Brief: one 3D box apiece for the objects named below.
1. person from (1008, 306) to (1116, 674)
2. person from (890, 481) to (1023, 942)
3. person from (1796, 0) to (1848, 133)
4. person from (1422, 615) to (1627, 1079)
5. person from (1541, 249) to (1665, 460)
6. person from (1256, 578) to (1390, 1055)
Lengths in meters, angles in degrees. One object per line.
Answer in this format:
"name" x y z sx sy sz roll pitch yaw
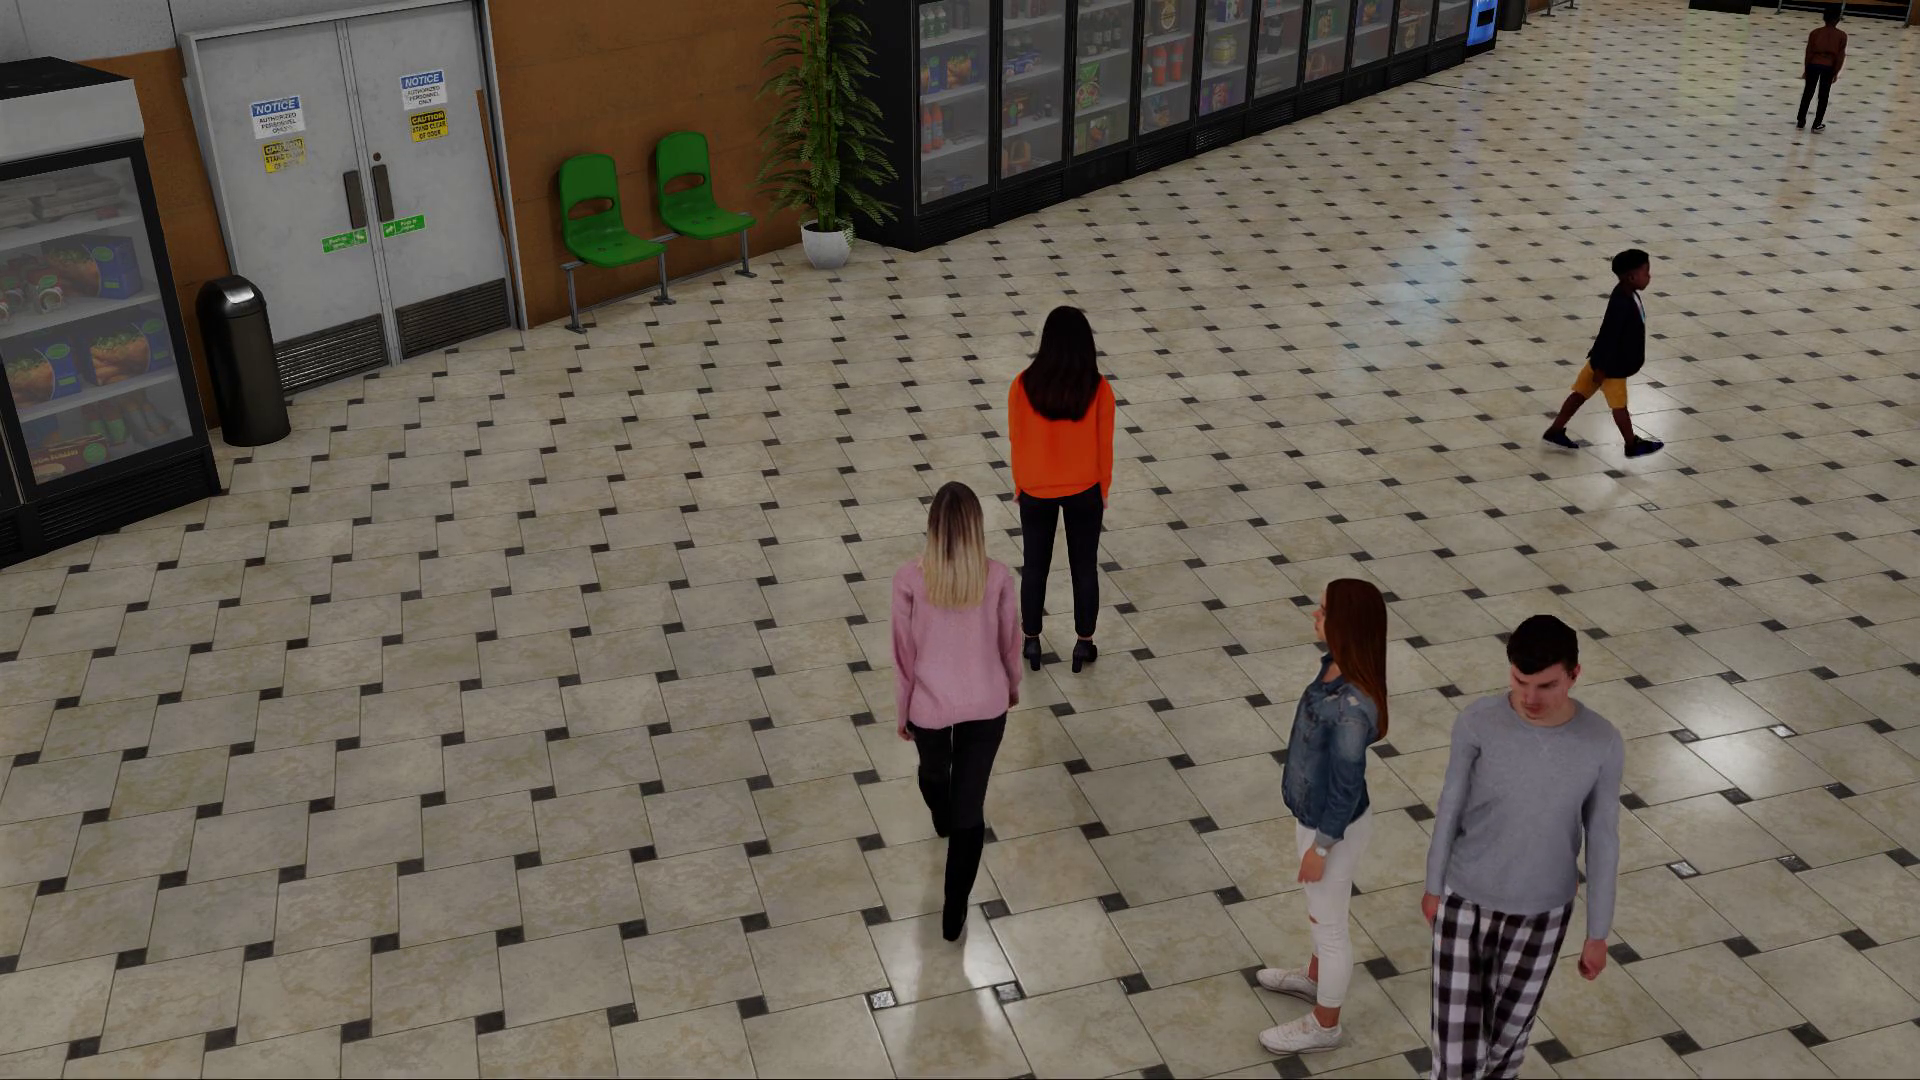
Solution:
"person" 0.446 -0.207 7.338 0.659 1.748 0.766 4 27 8
"person" -0.015 0.636 5.798 1.099 1.637 1.115 0 27 -1
"person" 8.795 -4.823 16.986 0.417 1.254 0.583 19 33 33
"person" 1.595 0.992 4.882 0.837 1.832 0.890 3 27 6
"person" 3.674 -1.056 9.570 0.965 1.242 0.744 7 28 14
"person" 1.184 0.877 5.250 0.694 1.703 0.689 4 27 8
